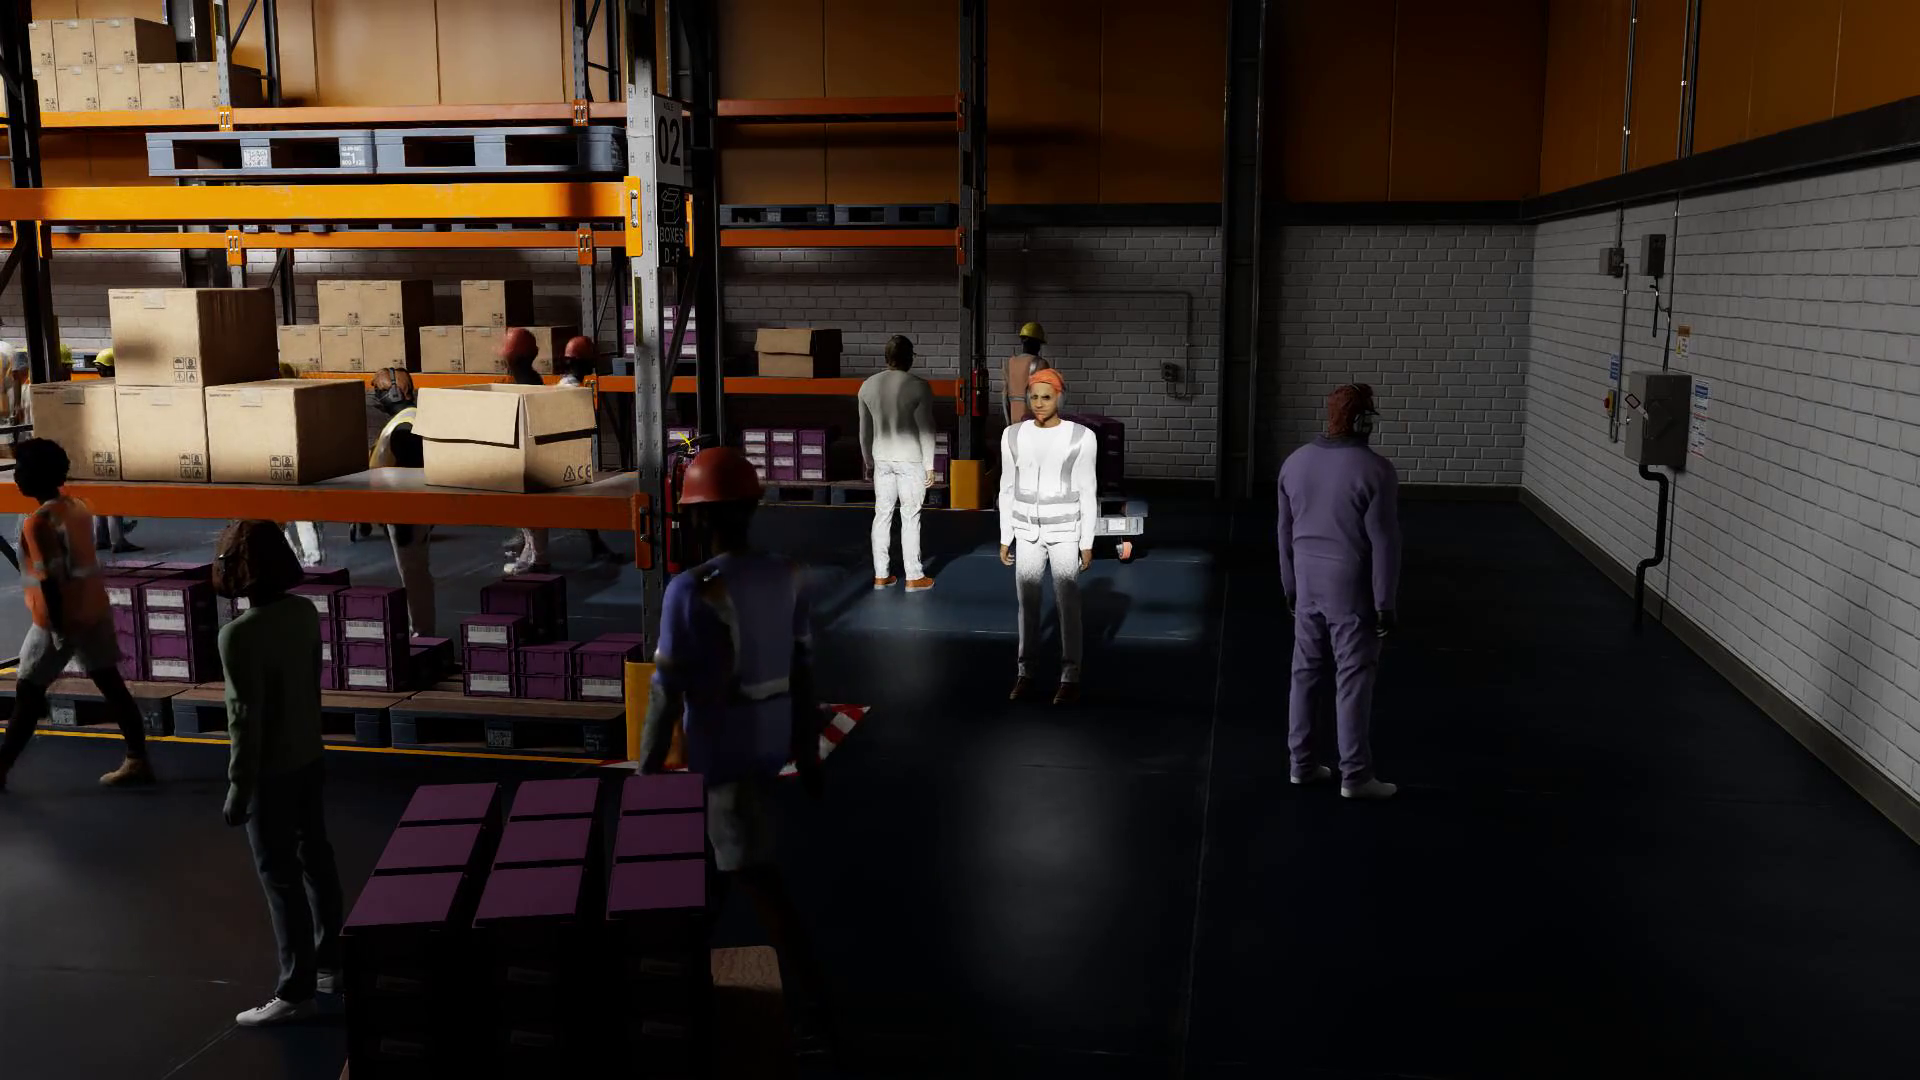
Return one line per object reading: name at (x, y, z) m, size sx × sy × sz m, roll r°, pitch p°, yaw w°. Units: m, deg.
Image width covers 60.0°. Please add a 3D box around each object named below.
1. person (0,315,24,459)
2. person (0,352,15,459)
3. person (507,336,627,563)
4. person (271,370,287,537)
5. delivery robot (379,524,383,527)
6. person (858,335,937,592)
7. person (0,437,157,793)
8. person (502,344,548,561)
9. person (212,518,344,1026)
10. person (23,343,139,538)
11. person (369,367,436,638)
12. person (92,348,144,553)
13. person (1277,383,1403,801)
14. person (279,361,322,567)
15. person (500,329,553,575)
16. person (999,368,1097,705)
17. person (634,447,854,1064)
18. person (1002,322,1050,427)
person at (-10.406, -1.494, 17.951) m, size 0.687 × 2.000 × 0.535 m, roll 1°, pitch 9°, yaw 6°
person at (-10.016, -1.306, 17.114) m, size 0.376 × 1.934 × 0.547 m, roll 6°, pitch 11°, yaw 34°
person at (-3.248, -0.715, 13.575) m, size 0.908 × 1.904 × 0.557 m, roll -3°, pitch 10°, yaw -17°
person at (-4.706, -0.286, 11.267) m, size 0.442 × 1.784 × 0.730 m, roll -5°, pitch 10°, yaw -27°
delivery robot at (-5.200, -0.326, 15.015) m, size 0.707 × 0.478 × 0.477 m, roll 2°, pitch 9°, yaw 9°
person at (-0.457, -0.574, 12.564) m, size 0.635 × 1.939 × 0.367 m, roll 4°, pitch 10°, yaw 25°
person at (-4.195, 0.357, 7.647) m, size 0.880 × 1.652 × 0.544 m, roll 0°, pitch 9°, yaw -2°
person at (-3.632, -0.751, 13.896) m, size 0.327 × 1.865 × 0.518 m, roll -5°, pitch 10°, yaw -27°
person at (-2.199, 0.741, 5.345) m, size 0.277 × 1.632 × 0.502 m, roll 1°, pitch 9°, yaw 7°
person at (-7.859, -0.839, 14.675) m, size 0.956 × 1.775 × 0.598 m, roll -6°, pitch 11°, yaw -33°
person at (-3.421, -0.145, 10.230) m, size 0.429 × 1.837 × 0.625 m, roll -4°, pitch 10°, yaw -21°
person at (-7.301, -0.771, 14.355) m, size 0.522 × 1.758 × 0.350 m, roll 7°, pitch 11°, yaw 35°
person at (1.764, 0.233, 7.653) m, size 0.399 × 1.908 × 0.643 m, roll -7°, pitch 12°, yaw -38°
person at (-5.196, -0.516, 12.831) m, size 0.517 × 1.724 × 0.501 m, roll -8°, pitch 12°, yaw -42°
person at (-3.430, -0.676, 13.136) m, size 0.419 × 1.966 × 0.677 m, roll -2°, pitch 9°, yaw -13°
person at (0.488, -0.019, 9.310) m, size 0.576 × 1.880 × 0.351 m, roll 4°, pitch 10°, yaw 23°
person at (-0.704, 0.650, 5.188) m, size 1.056 × 1.871 × 0.565 m, roll 7°, pitch 11°, yaw 35°
person at (0.682, -1.169, 16.321) m, size 0.586 × 1.917 × 0.381 m, roll 8°, pitch 12°, yaw 41°
